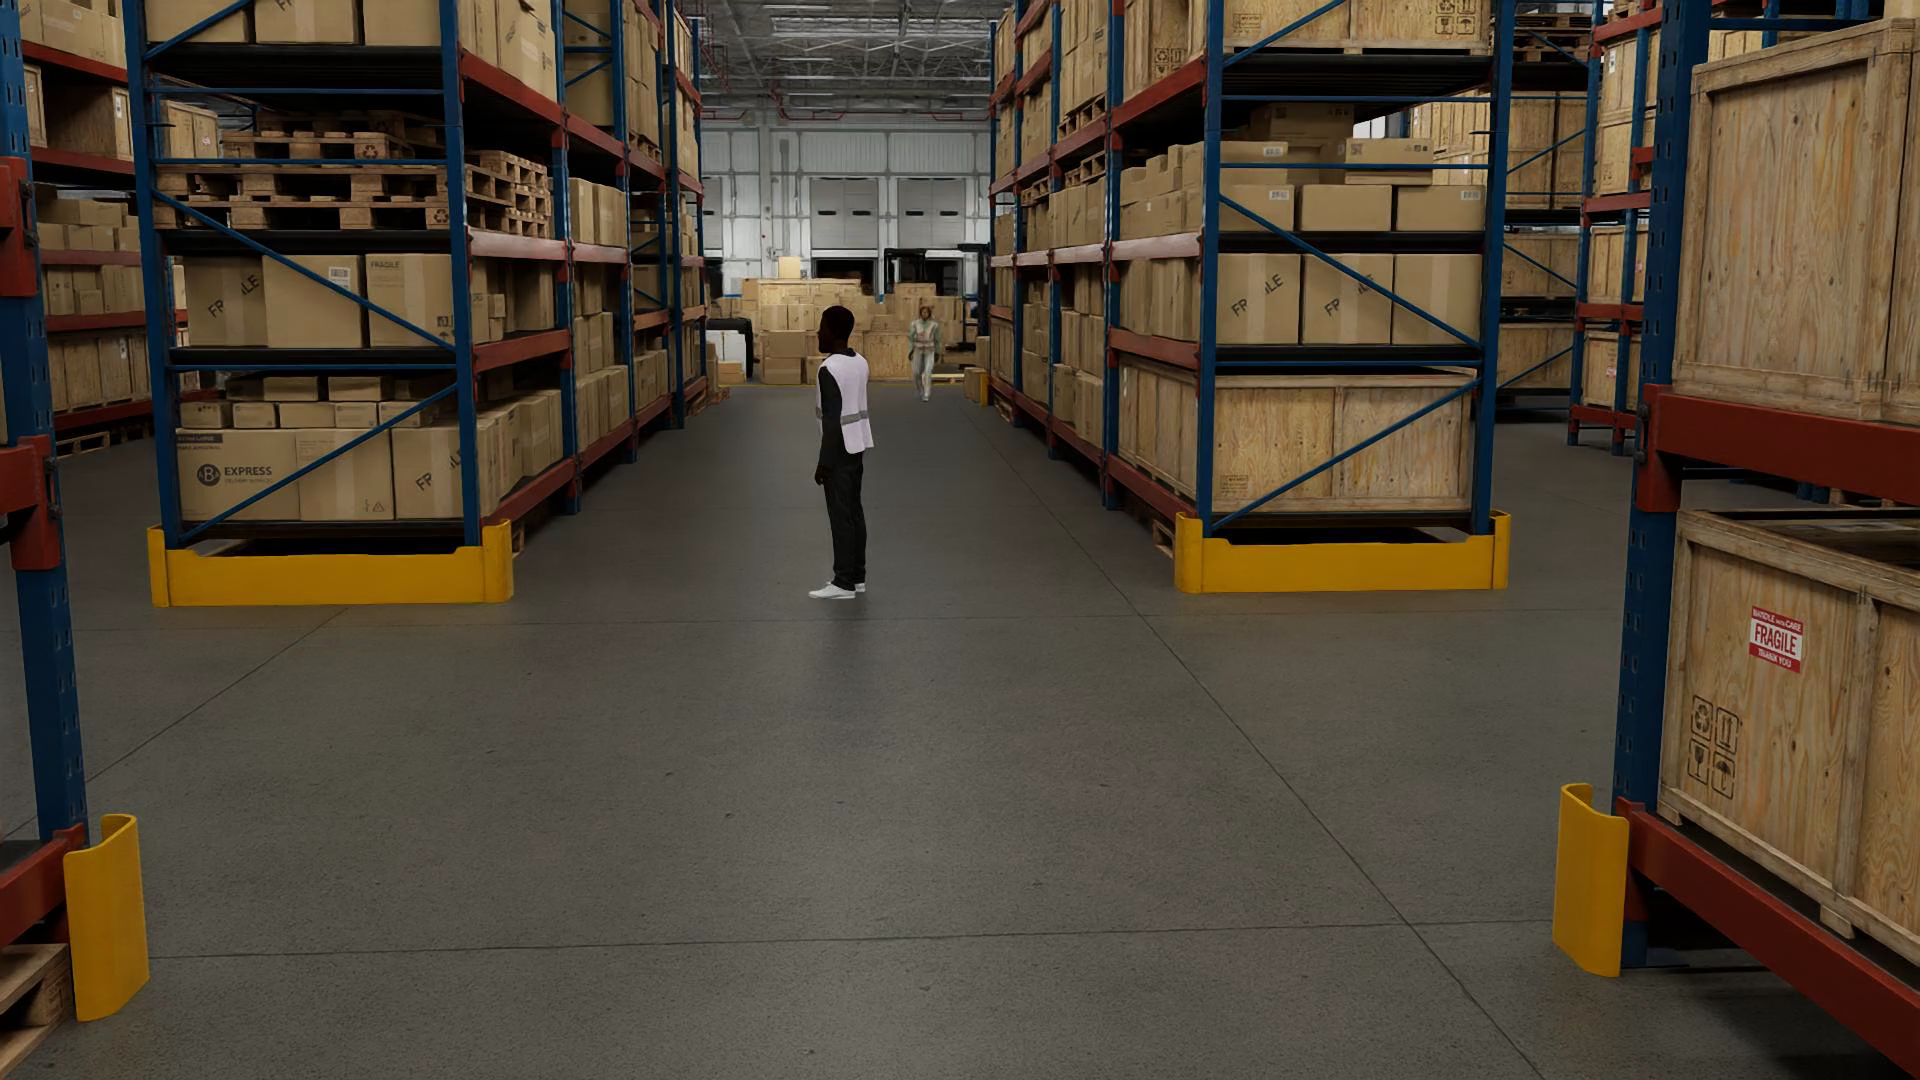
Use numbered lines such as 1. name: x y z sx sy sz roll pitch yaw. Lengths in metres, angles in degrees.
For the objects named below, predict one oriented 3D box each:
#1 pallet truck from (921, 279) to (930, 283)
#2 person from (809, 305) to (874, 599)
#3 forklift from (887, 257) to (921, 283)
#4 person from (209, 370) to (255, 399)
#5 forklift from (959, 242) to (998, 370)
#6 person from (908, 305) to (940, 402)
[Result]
1. pallet truck: -0.932 -8.922 63.114 1.885 1.965 0.823 2 9 13
2. person: -0.776 -0.571 10.921 0.392 1.922 0.592 3 9 15
3. forklift: -1.475 -6.327 44.060 1.129 2.768 1.873 -1 9 -4
4. person: -9.518 -2.302 21.710 0.613 1.946 0.784 -2 9 -12
5. forklift: 1.039 -5.082 36.242 1.129 2.768 1.873 -9 13 -44
6. person: -0.596 -3.140 27.953 0.540 1.622 0.446 1 9 3
